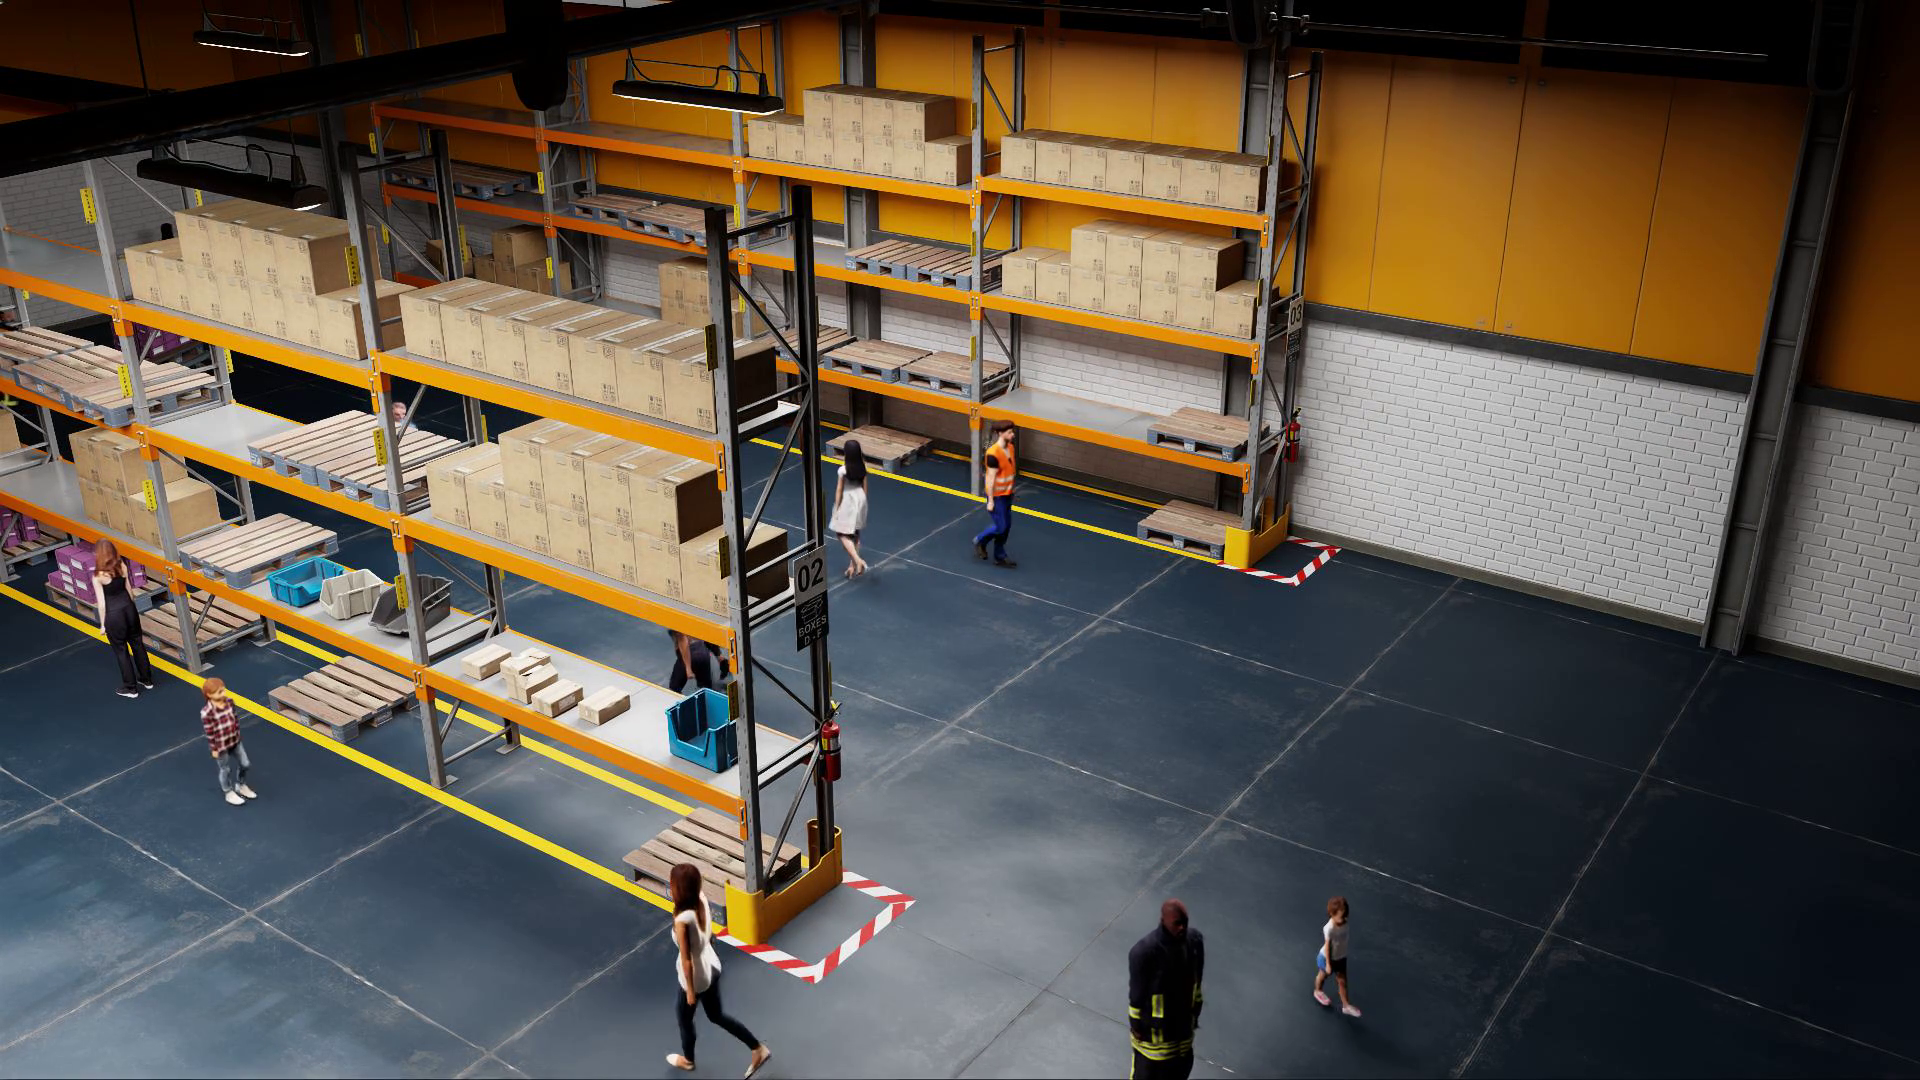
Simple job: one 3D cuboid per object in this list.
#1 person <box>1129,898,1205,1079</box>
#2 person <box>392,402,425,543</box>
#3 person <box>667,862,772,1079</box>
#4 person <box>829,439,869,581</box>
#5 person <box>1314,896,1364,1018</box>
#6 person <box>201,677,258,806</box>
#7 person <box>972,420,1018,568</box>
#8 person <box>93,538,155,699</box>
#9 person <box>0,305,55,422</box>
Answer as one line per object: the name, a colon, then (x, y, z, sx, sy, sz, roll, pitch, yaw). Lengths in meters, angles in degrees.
person: (1.398, 3.217, 11.472, 0.874, 1.818, 0.901, -9, 25, -20)
person: (-6.990, -0.885, 20.883, 1.009, 1.796, 1.185, -10, 26, -23)
person: (-1.752, 3.111, 11.801, 1.119, 1.749, 0.852, 6, 24, 14)
person: (-1.236, -0.317, 19.621, 0.791, 1.768, 0.894, -16, 28, -32)
person: (2.815, 3.129, 12.693, 0.559, 1.002, 0.711, -15, 28, -31)
person: (-6.809, 1.834, 15.286, 0.528, 1.298, 0.536, 13, 27, 28)
person: (0.405, -0.568, 20.060, 0.825, 1.875, 0.725, 14, 27, 28)
person: (-8.645, 0.783, 17.129, 0.571, 1.748, 0.602, 11, 26, 24)
person: (-14.281, -2.659, 24.905, 1.154, 1.825, 1.077, -4, 24, -10)
